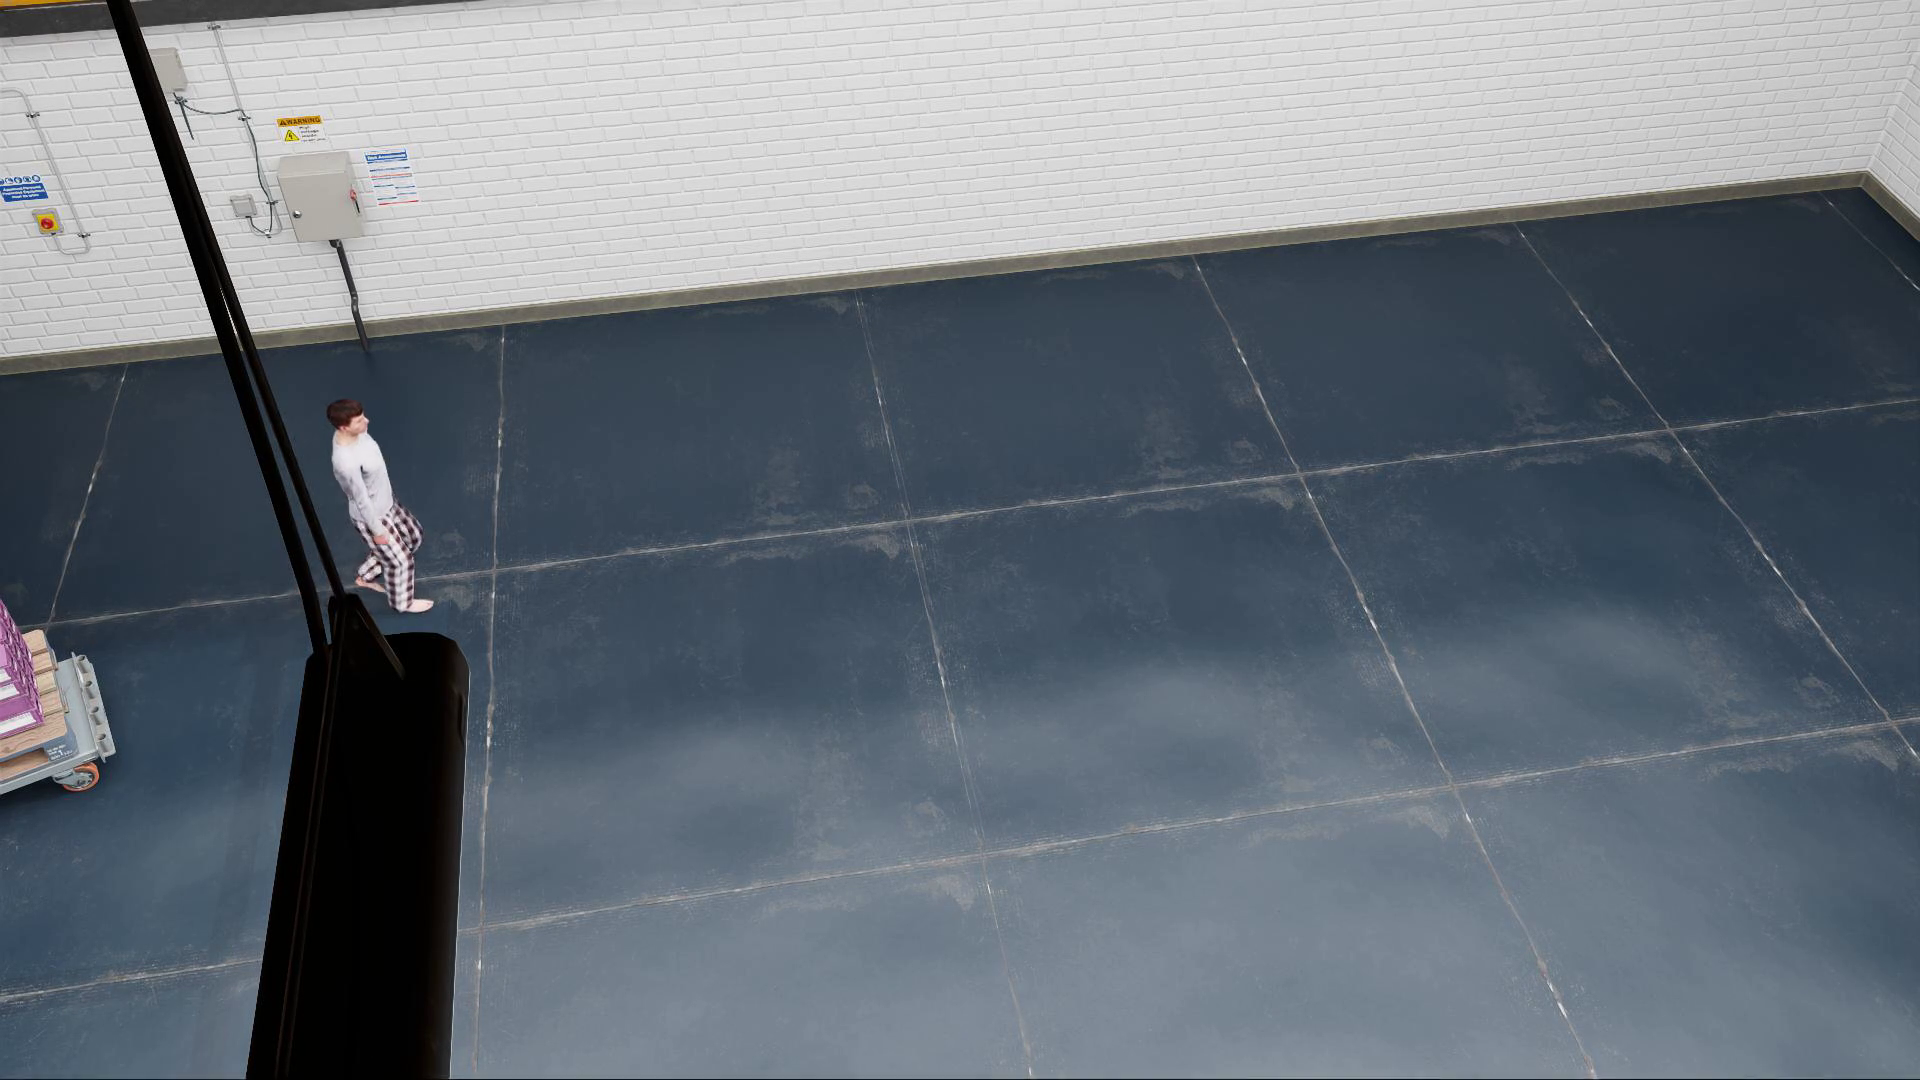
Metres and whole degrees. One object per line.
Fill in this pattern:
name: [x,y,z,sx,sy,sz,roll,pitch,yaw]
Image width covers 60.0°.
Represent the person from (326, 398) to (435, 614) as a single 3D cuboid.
person: [-3.915,-0.197,10.888,0.697,1.833,0.665,-6,44,-6]
